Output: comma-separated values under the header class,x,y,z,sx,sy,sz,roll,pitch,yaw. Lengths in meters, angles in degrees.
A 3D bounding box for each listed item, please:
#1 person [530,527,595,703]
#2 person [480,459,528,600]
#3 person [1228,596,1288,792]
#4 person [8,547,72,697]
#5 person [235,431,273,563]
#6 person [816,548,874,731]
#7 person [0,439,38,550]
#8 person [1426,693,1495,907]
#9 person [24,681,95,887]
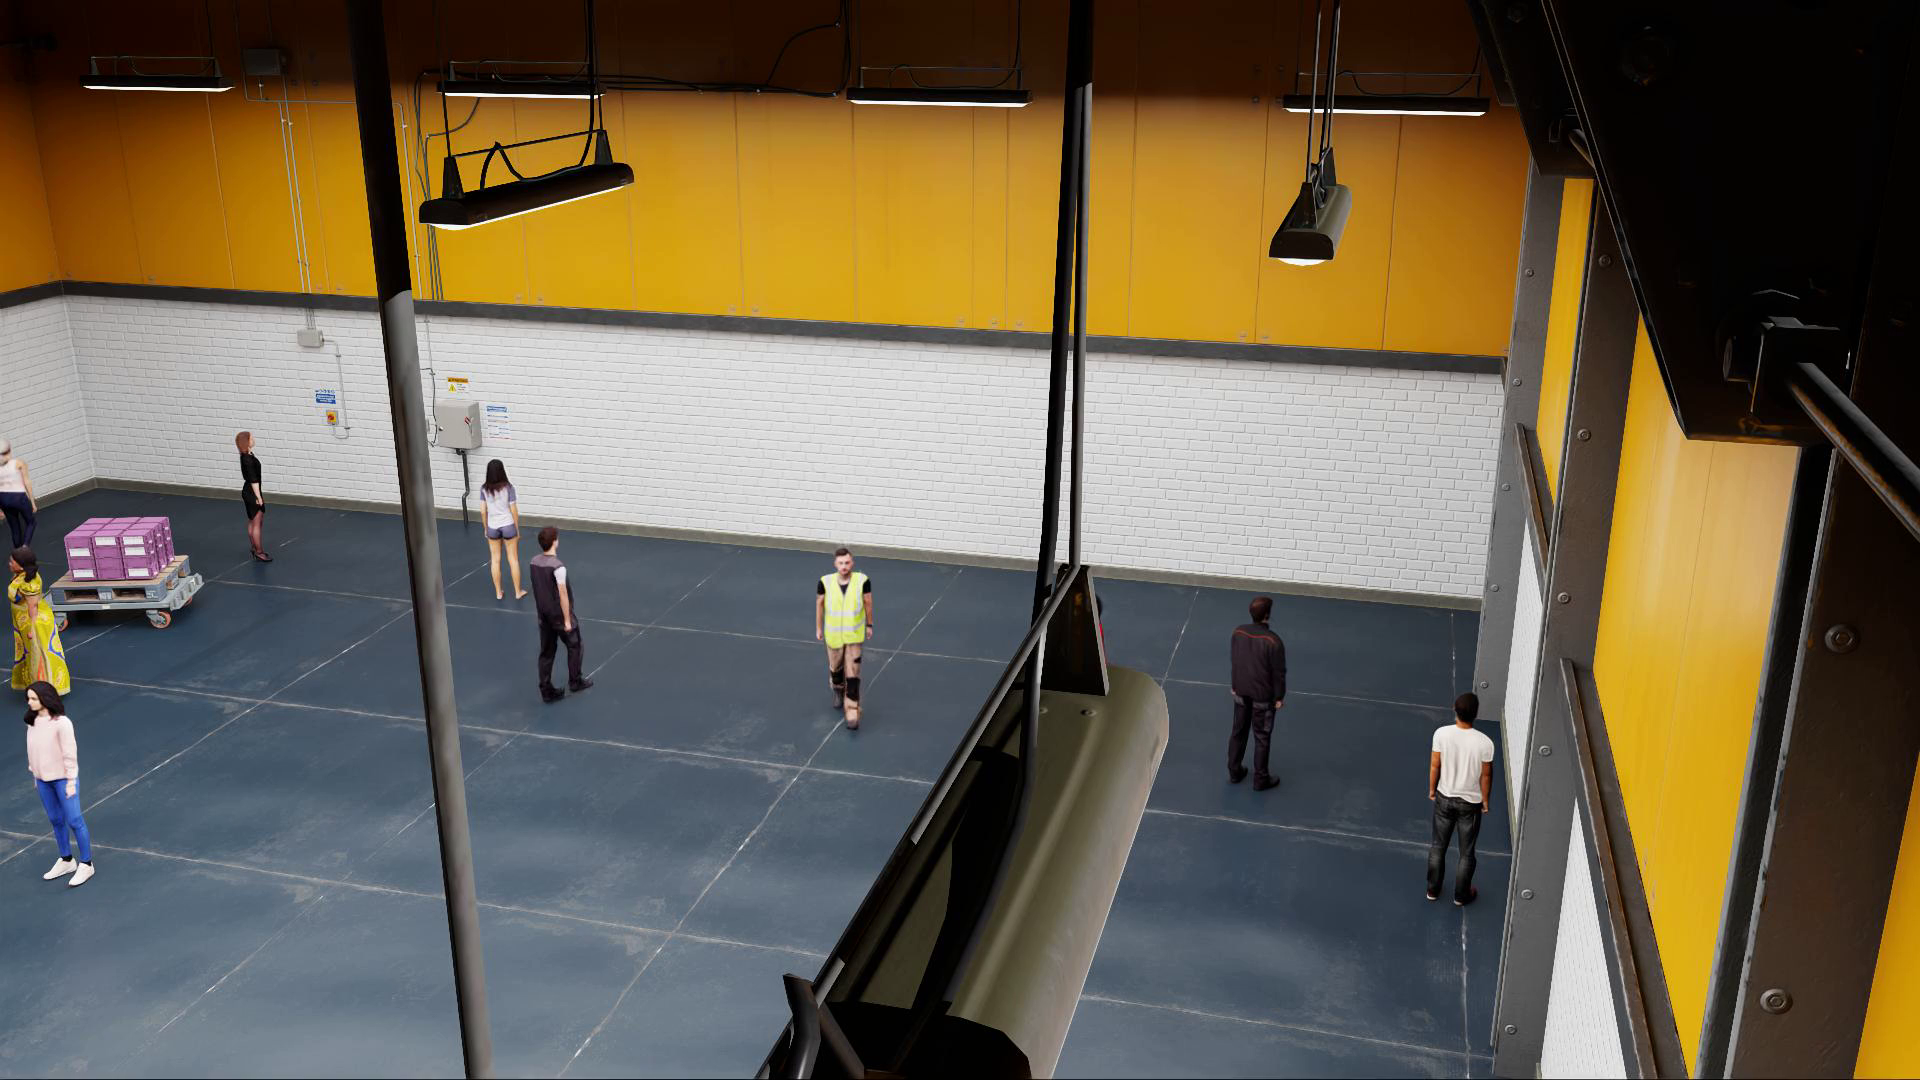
class,x,y,z,sx,sy,sz,roll,pitch,yaw
person,-4.214,0.793,17.005,0.840,1.832,0.936,12,22,31
person,-5.490,-0.134,19.912,0.636,1.733,0.598,0,19,0
person,2.698,1.390,15.223,0.802,1.838,0.756,16,24,39
person,-9.518,0.853,17.097,1.040,1.659,1.000,-13,22,-33
person,-9.029,-0.562,21.225,0.698,1.706,0.649,-12,22,-31
person,-1.162,0.923,16.653,0.937,1.809,1.234,0,19,-1
person,-11.844,-0.417,20.821,0.799,1.689,0.883,-5,19,-14
person,3.982,2.058,13.290,0.680,1.804,0.611,10,21,26
person,-7.385,1.965,13.620,0.667,1.770,0.581,8,20,21
